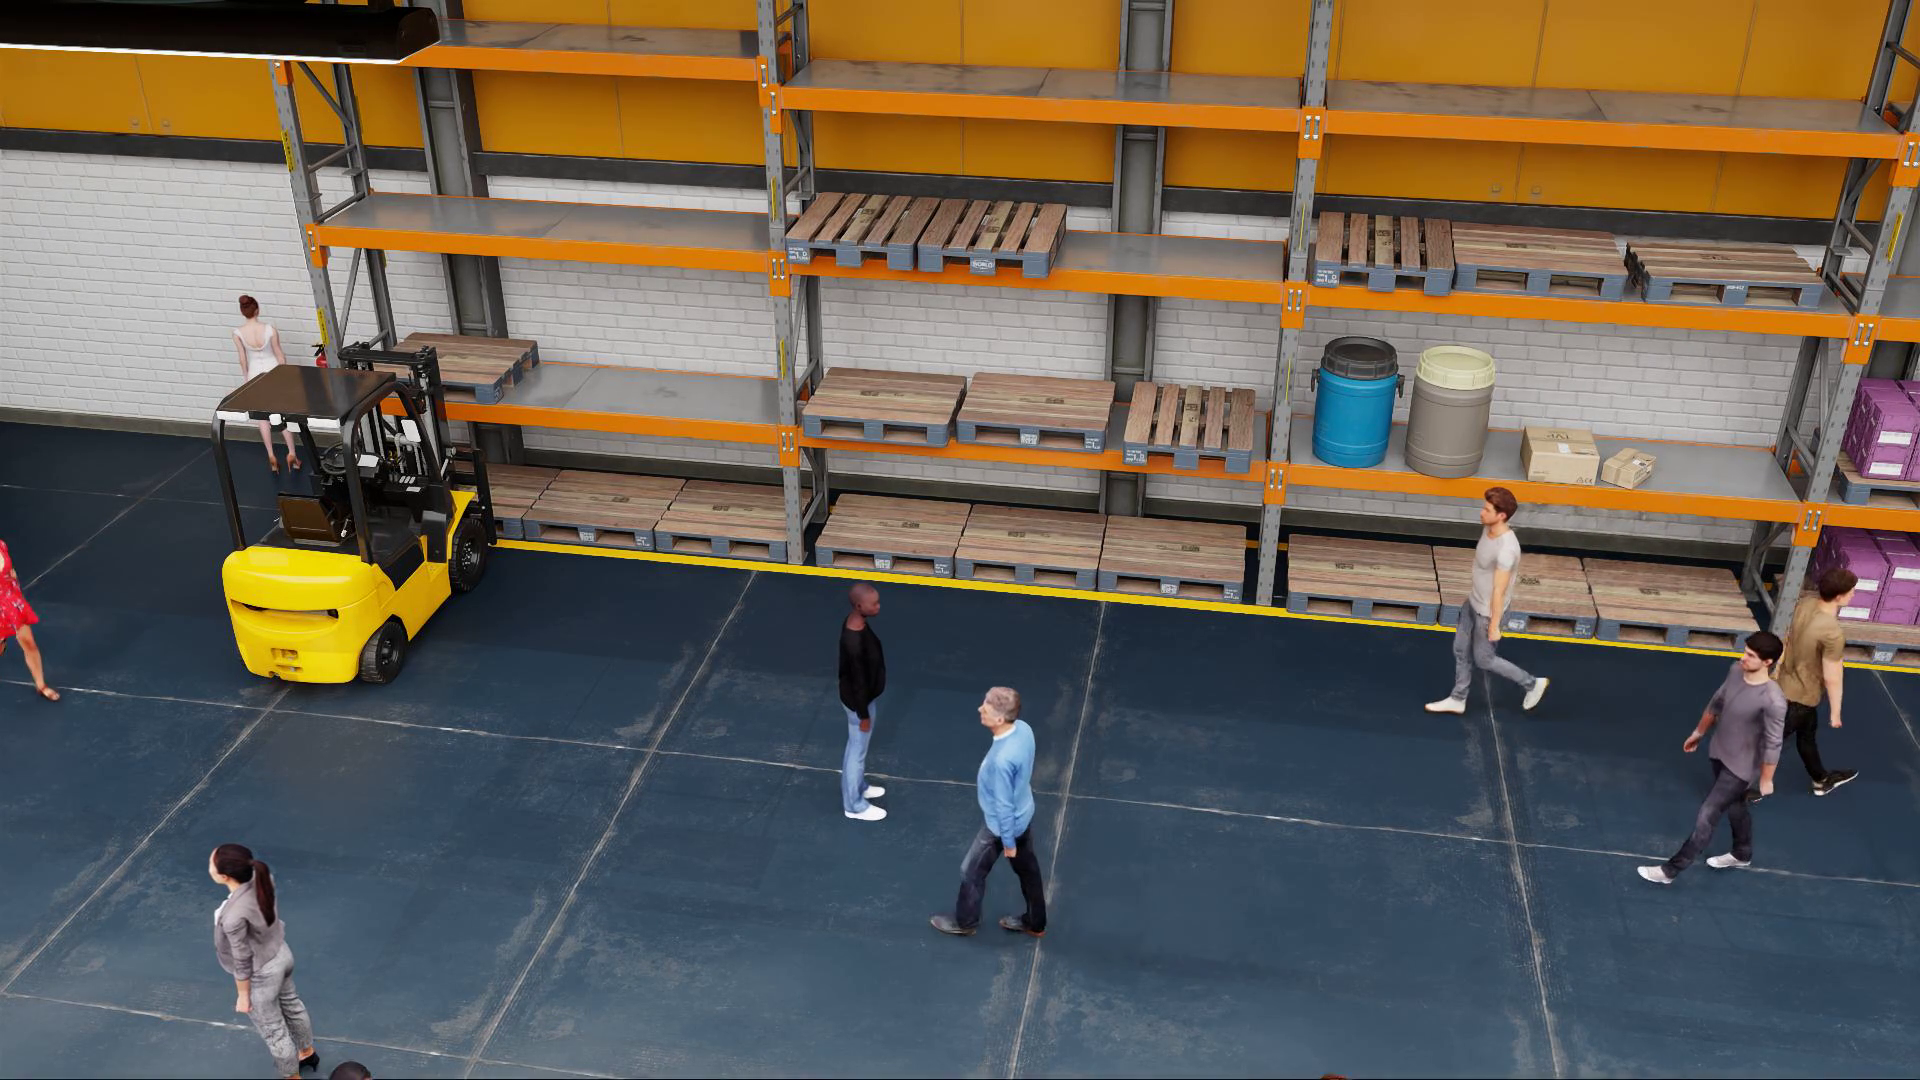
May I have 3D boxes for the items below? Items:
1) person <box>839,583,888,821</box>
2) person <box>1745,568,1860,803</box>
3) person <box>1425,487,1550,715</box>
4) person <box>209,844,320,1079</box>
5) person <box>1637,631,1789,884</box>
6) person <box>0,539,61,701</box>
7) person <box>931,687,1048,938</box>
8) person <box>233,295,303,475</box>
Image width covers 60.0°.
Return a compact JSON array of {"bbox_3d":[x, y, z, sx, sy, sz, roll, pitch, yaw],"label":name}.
[{"bbox_3d":[-0.669,1.051,11.014,0.622,1.746,0.649,-2,29,-4],"label":"person"},{"bbox_3d":[5.466,1.013,11.027,1.224,1.801,0.782,1,29,2],"label":"person"},{"bbox_3d":[3.872,0.489,11.917,1.111,1.869,0.791,0,29,-1],"label":"person"},{"bbox_3d":[-3.685,2.292,8.812,0.607,1.677,0.646,1,29,3],"label":"person"},{"bbox_3d":[4.926,1.363,10.372,1.139,1.814,0.836,-1,29,-1],"label":"person"},{"bbox_3d":[-7.142,0.492,12.227,1.008,1.566,0.705,8,30,15],"label":"person"},{"bbox_3d":[0.367,1.651,9.870,0.959,1.789,0.735,10,30,17],"label":"person"},{"bbox_3d":[-6.494,-1.462,15.573,0.519,1.793,0.682,-4,29,-8],"label":"person"}]
